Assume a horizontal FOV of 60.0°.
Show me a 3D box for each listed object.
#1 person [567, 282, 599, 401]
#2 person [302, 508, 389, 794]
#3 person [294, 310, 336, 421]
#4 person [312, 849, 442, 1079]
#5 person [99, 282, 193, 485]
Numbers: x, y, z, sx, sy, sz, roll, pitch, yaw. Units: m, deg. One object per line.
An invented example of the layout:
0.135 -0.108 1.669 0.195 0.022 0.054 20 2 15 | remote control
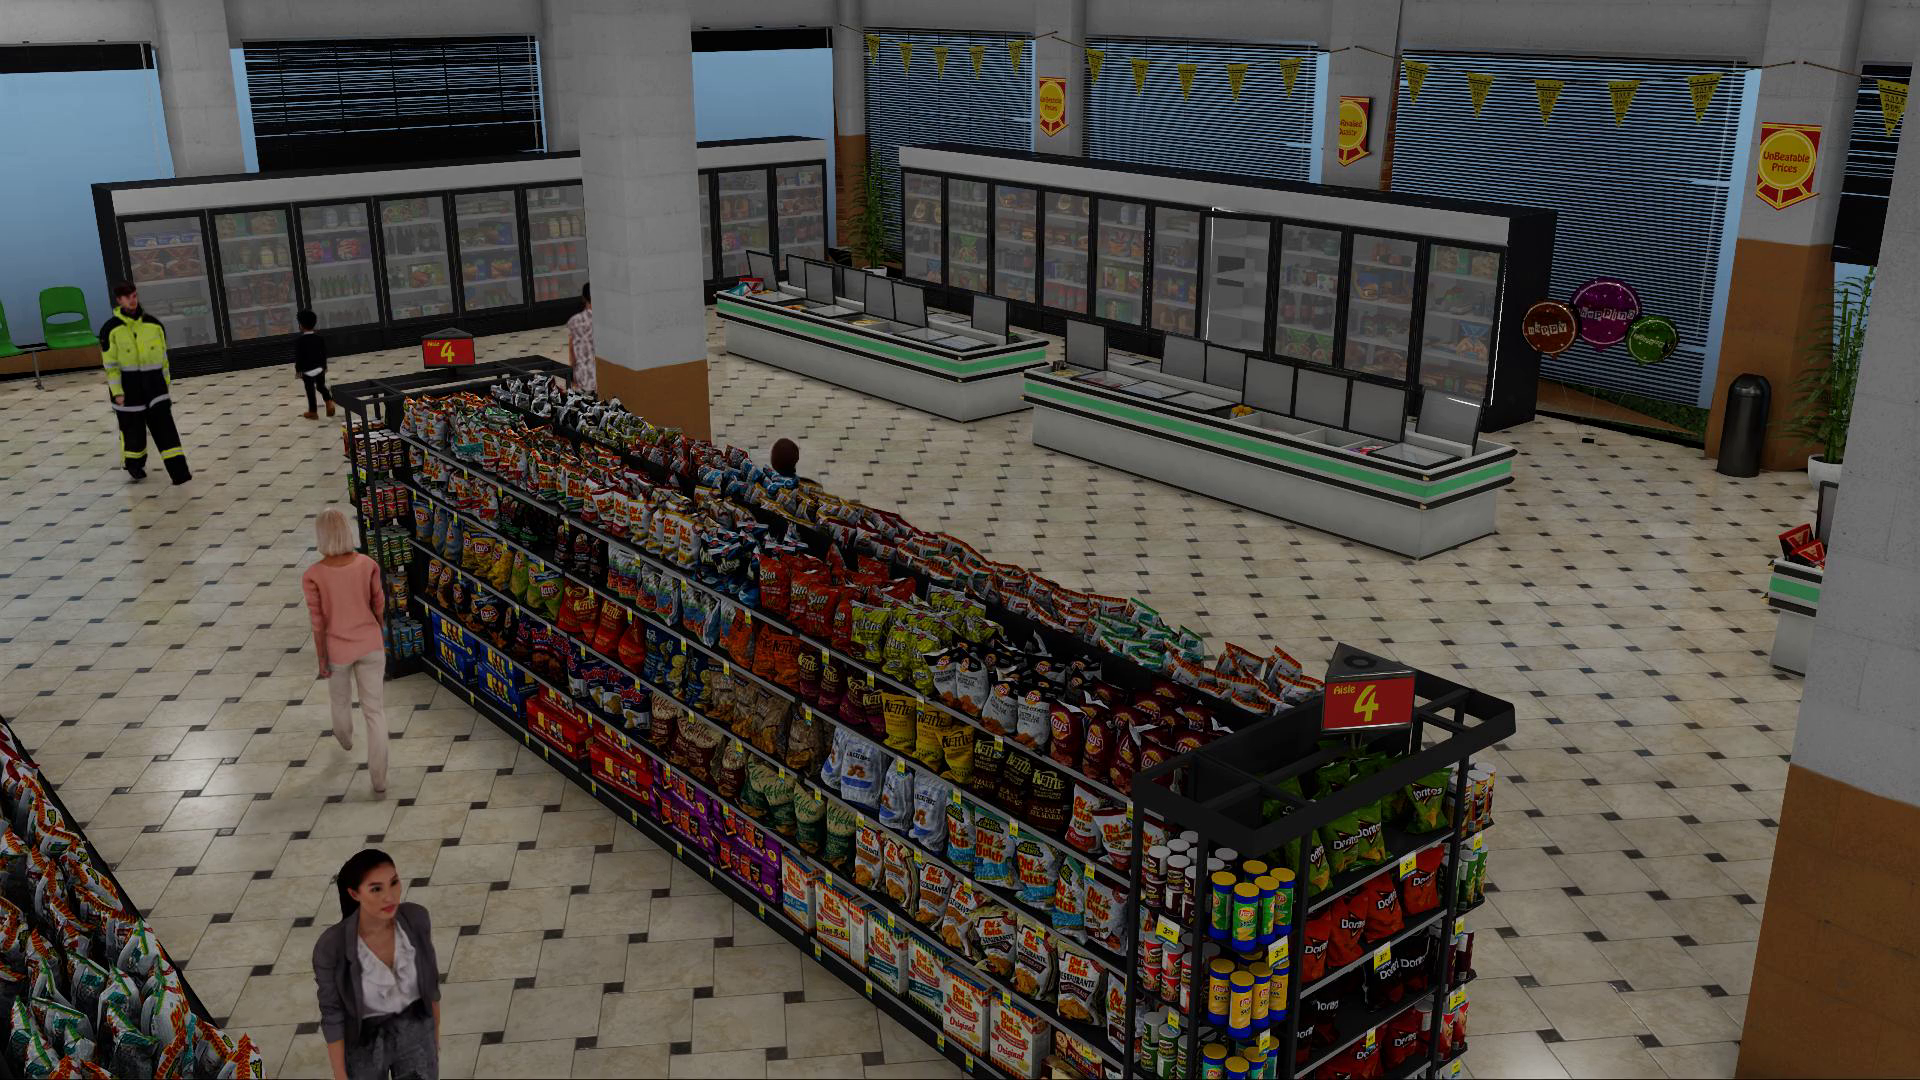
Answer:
-3.641 -1.633 16.505 0.794 1.801 0.871 5 19 14 | person
-3.570 0.688 9.828 0.766 1.668 1.184 -10 21 -27 | person
-7.076 -1.908 18.230 0.709 1.218 0.595 13 22 33 | person
-2.189 1.901 6.248 0.612 1.657 0.950 -15 24 -38 | person
-7.839 -1.467 15.809 1.258 1.931 0.873 17 25 41 | person
